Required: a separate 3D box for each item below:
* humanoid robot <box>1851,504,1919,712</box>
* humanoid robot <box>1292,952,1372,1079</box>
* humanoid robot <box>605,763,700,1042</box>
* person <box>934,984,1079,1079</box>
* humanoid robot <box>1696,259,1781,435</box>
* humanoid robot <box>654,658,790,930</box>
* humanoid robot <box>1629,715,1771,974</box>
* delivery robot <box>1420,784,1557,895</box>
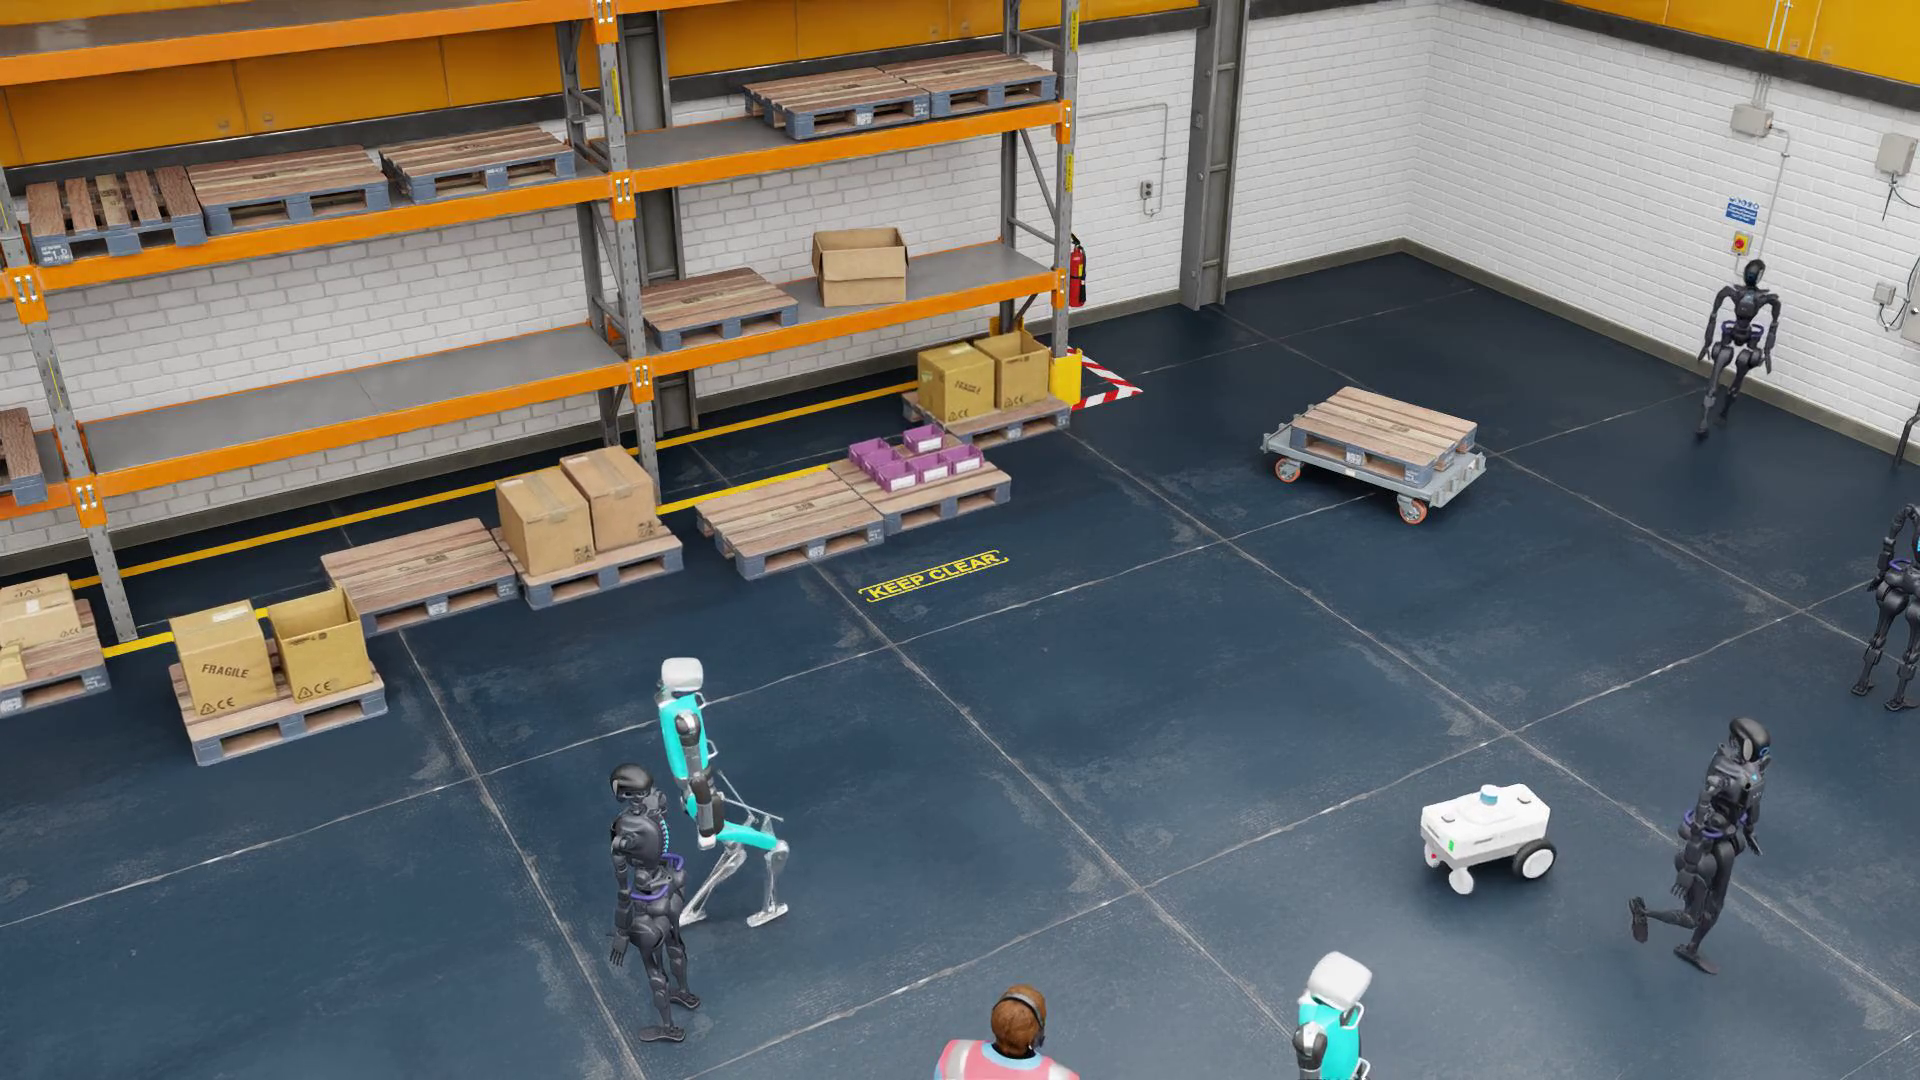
[{"bbox_3d":[6.276,0.328,10.947,0.315,1.657,0.599,-17,34,-27],"label":"humanoid robot"},{"bbox_3d":[1.727,2.543,7.004,0.820,1.796,0.546,16,33,26],"label":"humanoid robot"},{"bbox_3d":[-1.556,1.808,8.329,0.315,1.657,0.599,8,30,14],"label":"humanoid robot"},{"bbox_3d":[0.211,2.564,6.852,0.630,1.837,0.431,9,31,16],"label":"person"},{"bbox_3d":[6.811,-1.677,14.551,0.610,1.630,0.760,15,33,25],"label":"humanoid robot"},{"bbox_3d":[-1.232,1.387,9.048,0.883,1.785,0.558,-11,31,-19],"label":"humanoid robot"},{"bbox_3d":[3.936,1.560,8.785,0.615,1.647,0.499,-19,34,-29],"label":"humanoid robot"},{"bbox_3d":[3.080,1.698,9.696,0.784,0.613,0.512,-10,31,-17],"label":"delivery robot"}]
